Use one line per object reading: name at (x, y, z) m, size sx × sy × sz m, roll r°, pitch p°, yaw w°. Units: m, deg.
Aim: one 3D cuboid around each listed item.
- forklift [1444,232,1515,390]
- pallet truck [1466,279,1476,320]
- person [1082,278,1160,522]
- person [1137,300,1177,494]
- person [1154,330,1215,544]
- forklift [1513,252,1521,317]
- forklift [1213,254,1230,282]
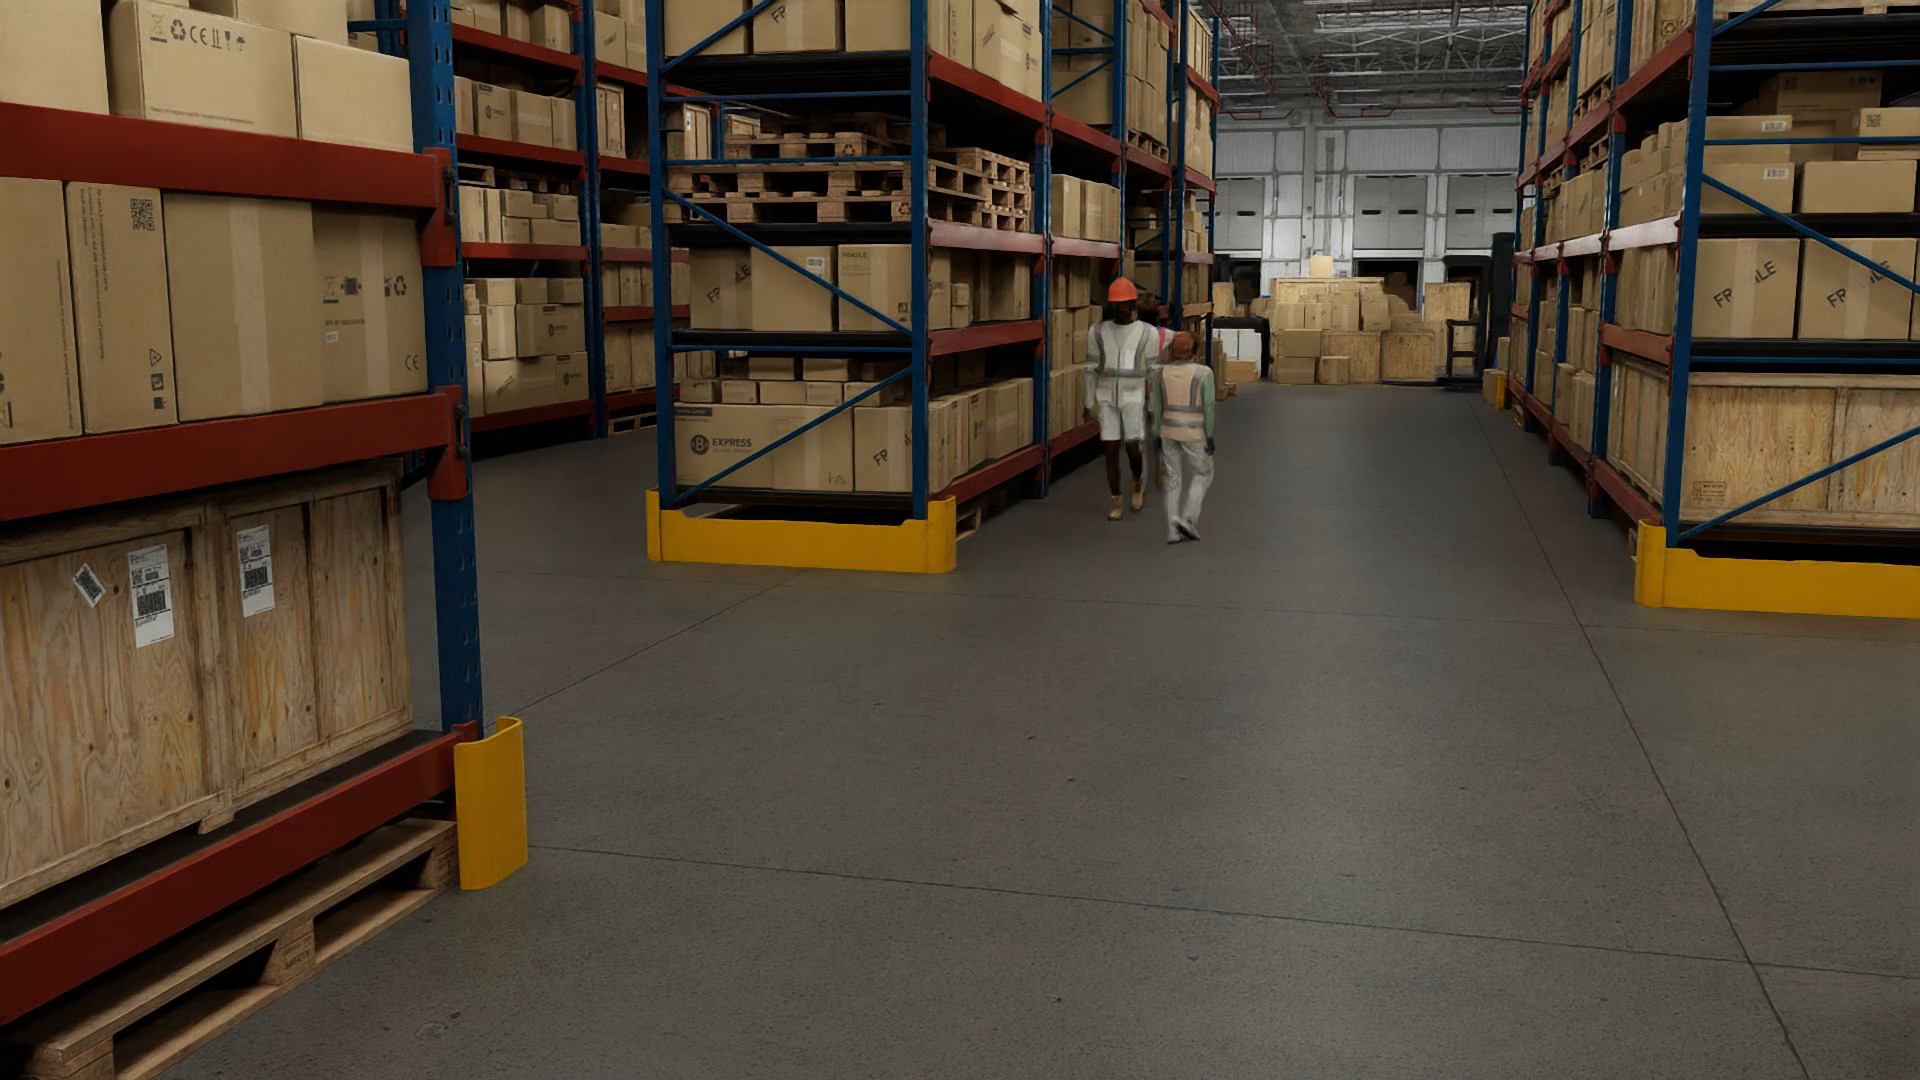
forklift at (9.650, -4.075, 29.659) m, size 1.873 × 2.768 × 1.129 m, roll 2°, pitch 9°, yaw 13°
pallet truck at (18.896, -8.459, 60.307) m, size 1.885 × 1.965 × 0.823 m, roll 5°, pitch 10°, yaw 31°
person at (1.340, -1.164, 13.868) m, size 0.617 × 2.027 × 0.466 m, roll 3°, pitch 9°, yaw 16°
person at (1.750, -1.334, 15.609) m, size 0.627 × 1.830 × 0.430 m, roll 2°, pitch 9°, yaw 13°
person at (1.713, -0.778, 12.667) m, size 0.544 × 1.623 × 0.375 m, roll 6°, pitch 11°, yaw 34°
forklift at (14.837, -6.388, 44.357) m, size 1.129 × 2.768 × 1.873 m, roll 5°, pitch 10°, yaw 30°
forklift at (8.566, -8.070, 55.044) m, size 1.873 × 2.768 × 1.129 m, roll -2°, pitch 9°, yaw -14°
